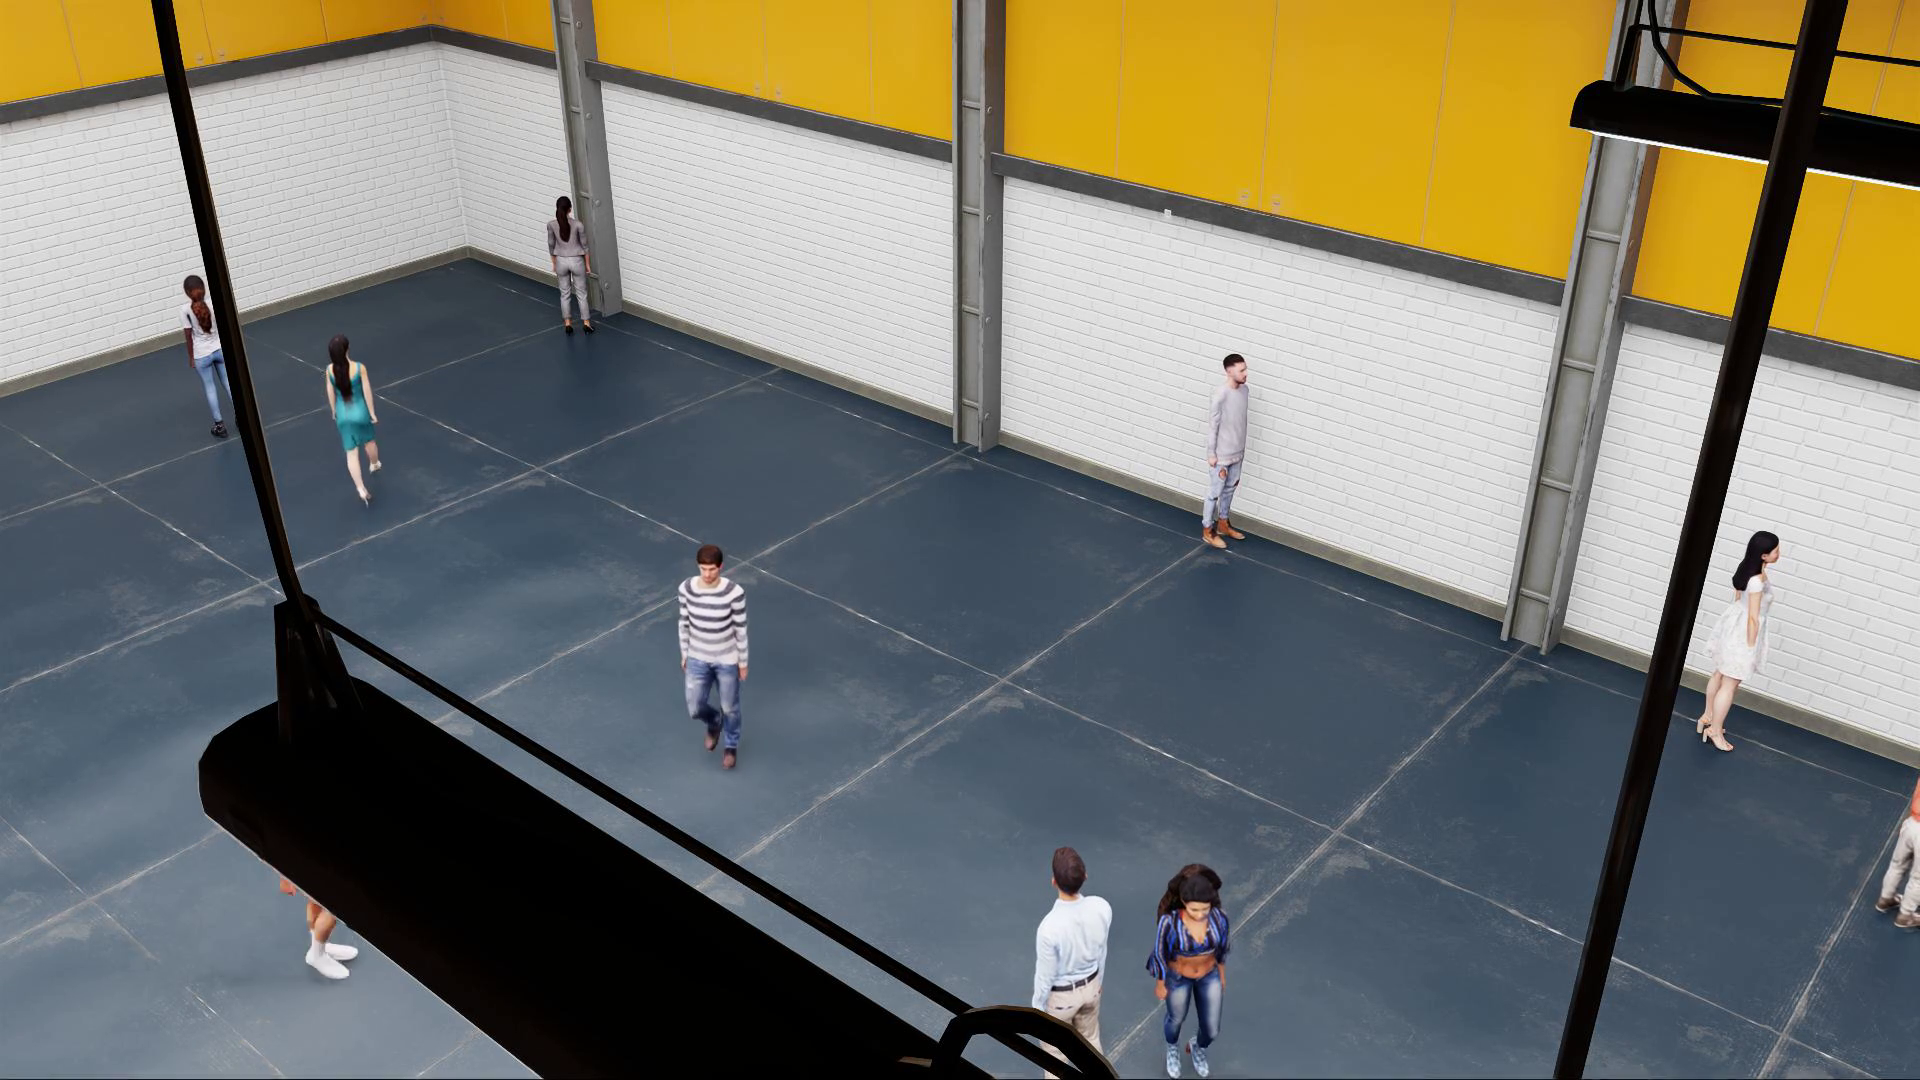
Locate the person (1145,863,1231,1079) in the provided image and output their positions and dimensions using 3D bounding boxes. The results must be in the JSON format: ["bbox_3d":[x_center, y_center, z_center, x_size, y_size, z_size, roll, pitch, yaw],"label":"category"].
[{"bbox_3d":[1.289,2.417,9.310,0.761,1.610,0.817,-4,29,-7],"label":"person"}]

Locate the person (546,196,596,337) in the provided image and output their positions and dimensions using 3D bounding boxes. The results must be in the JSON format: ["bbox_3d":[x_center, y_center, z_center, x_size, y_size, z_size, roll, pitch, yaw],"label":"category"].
[{"bbox_3d":[-4.591,-3.223,19.580,0.709,1.677,0.783,0,29,0],"label":"person"}]

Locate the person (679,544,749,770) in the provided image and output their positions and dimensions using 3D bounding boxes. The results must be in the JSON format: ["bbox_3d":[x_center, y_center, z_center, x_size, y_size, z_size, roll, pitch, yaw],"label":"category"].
[{"bbox_3d":[-1.756,0.796,12.046,0.828,1.836,0.895,3,29,6],"label":"person"}]

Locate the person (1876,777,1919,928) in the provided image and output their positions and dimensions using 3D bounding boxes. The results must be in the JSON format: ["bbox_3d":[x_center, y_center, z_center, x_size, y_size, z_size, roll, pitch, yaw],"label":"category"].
[{"bbox_3d":[6.142,1.884,10.602,0.609,1.309,0.525,-11,30,-19],"label":"person"}]

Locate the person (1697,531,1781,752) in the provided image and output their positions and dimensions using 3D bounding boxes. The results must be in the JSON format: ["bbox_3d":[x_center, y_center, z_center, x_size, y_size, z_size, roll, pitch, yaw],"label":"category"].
[{"bbox_3d":[5.740,0.729,12.233,0.789,1.775,0.761,6,29,11],"label":"person"}]

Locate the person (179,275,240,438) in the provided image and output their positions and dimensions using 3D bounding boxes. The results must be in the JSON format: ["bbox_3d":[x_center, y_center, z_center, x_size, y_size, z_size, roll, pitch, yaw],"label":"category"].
[{"bbox_3d":[-7.711,-1.903,17.113,0.605,1.721,0.545,-25,37,-37],"label":"person"}]

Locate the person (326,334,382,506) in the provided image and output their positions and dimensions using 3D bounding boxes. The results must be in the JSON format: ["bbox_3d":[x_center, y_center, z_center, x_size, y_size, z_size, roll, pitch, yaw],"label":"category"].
[{"bbox_3d":[-5.751,-1.111,15.738,0.961,1.647,1.072,-6,29,-10],"label":"person"}]

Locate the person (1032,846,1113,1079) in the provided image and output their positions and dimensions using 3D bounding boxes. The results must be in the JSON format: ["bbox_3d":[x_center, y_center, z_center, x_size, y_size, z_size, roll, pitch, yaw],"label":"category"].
[{"bbox_3d":[0.587,2.444,9.014,0.710,1.846,0.694,-17,33,-29],"label":"person"}]

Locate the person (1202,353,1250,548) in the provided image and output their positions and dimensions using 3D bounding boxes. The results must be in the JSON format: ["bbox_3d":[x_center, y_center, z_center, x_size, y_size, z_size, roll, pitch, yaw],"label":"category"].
[{"bbox_3d":[2.400,-0.835,15.032,0.694,1.839,0.601,-25,37,-37],"label":"person"}]
